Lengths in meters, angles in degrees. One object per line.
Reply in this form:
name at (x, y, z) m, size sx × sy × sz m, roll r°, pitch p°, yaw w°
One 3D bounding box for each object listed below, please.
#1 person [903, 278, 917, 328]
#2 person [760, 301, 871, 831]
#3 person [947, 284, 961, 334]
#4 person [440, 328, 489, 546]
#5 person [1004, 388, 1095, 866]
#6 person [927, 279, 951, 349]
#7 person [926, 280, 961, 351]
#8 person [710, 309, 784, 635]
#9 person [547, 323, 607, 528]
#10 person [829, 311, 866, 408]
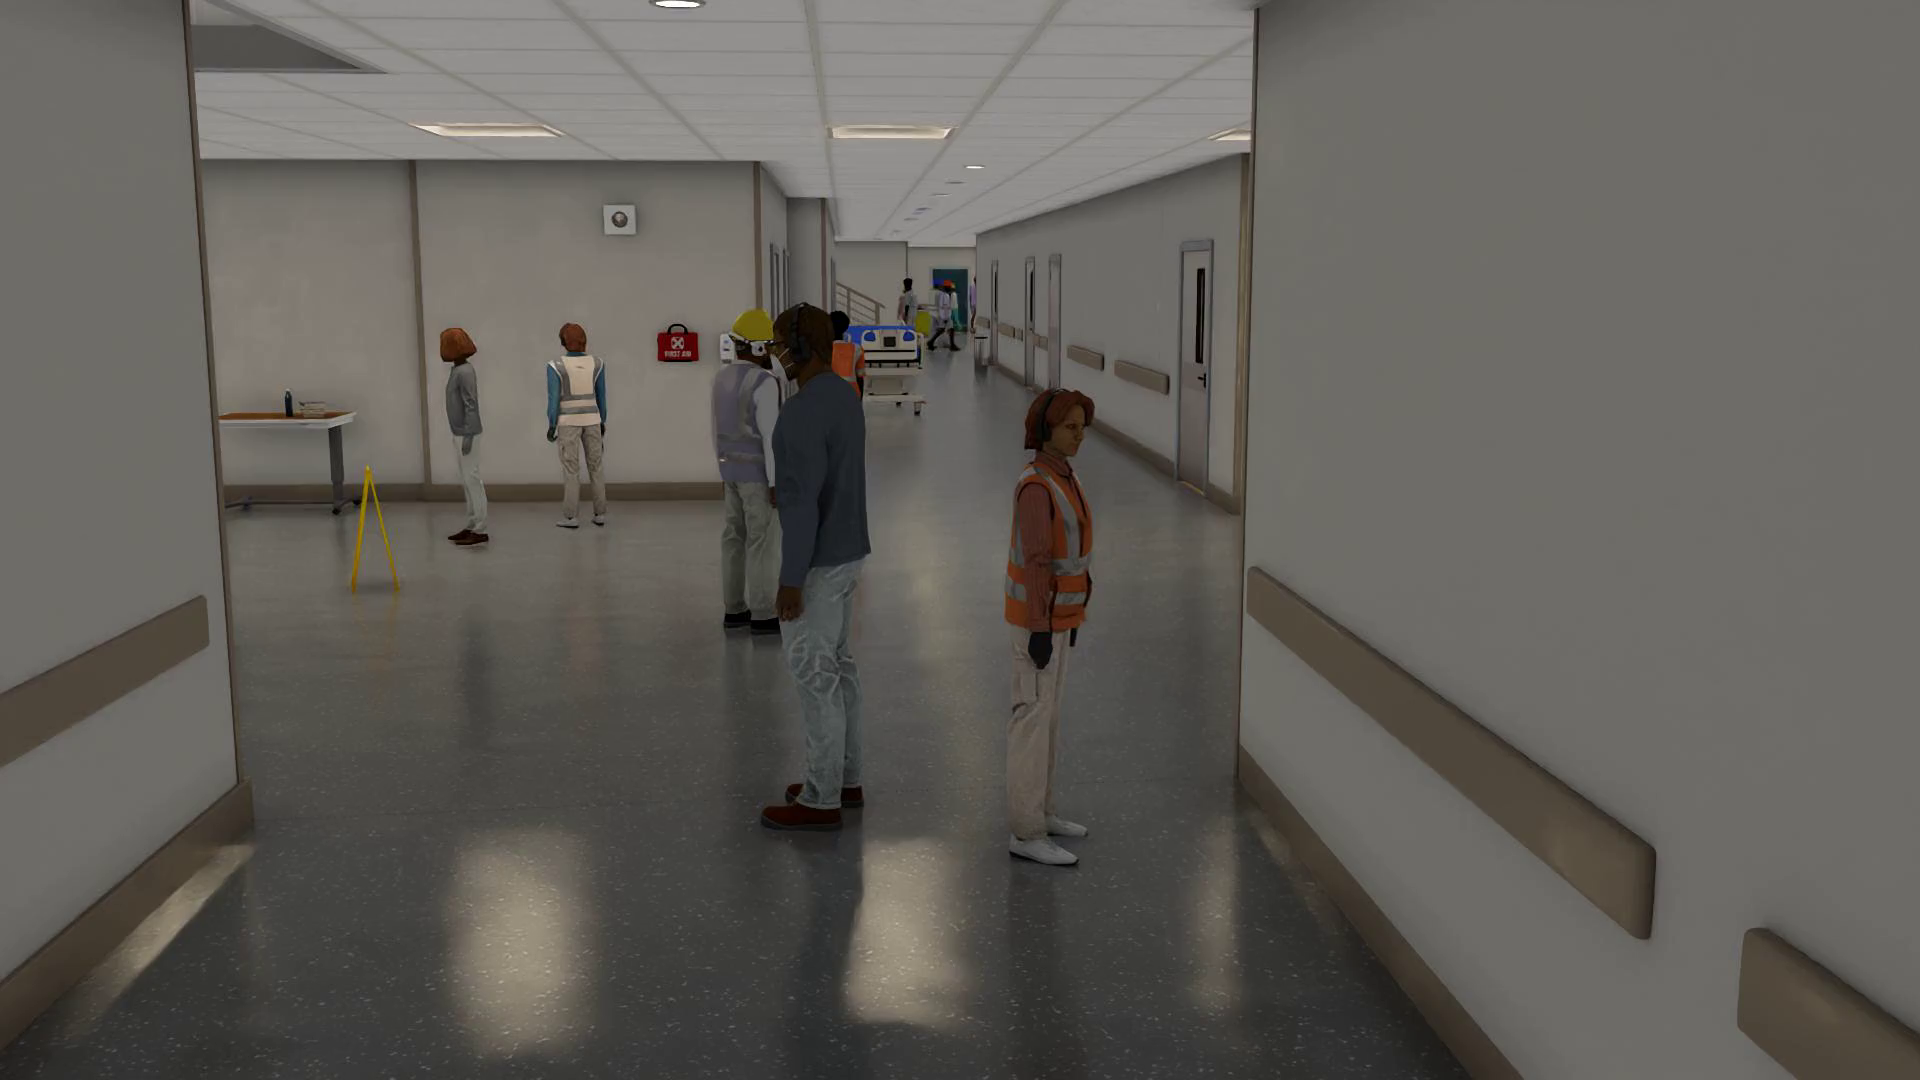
person at (-1.316, -5.848, 43.374) m, size 0.389 × 1.951 × 0.615 m, roll 3°, pitch 10°, yaw 18°
person at (-0.525, 0.094, 6.138) m, size 0.381 × 1.928 × 0.634 m, roll 2°, pitch 9°, yaw 10°
person at (-0.312, -7.891, 56.839) m, size 0.779 × 1.735 × 0.541 m, roll -2°, pitch 9°, yaw -13°
person at (-3.729, -0.772, 12.480) m, size 0.282 × 1.631 × 0.503 m, roll -4°, pitch 10°, yaw -24°
person at (0.309, 0.291, 5.800) m, size 0.315 × 1.636 × 0.514 m, roll 2°, pitch 9°, yaw 13°
person at (-0.539, -6.238, 45.894) m, size 0.856 × 1.913 × 0.646 m, roll -6°, pitch 11°, yaw -33°
person at (-0.443, -5.997, 44.447) m, size 0.892 × 1.908 × 0.555 m, roll -2°, pitch 9°, yaw -14°
person at (-1.166, -0.384, 9.419) m, size 0.403 × 1.831 × 0.595 m, roll -7°, pitch 12°, yaw -39°
person at (-3.066, -0.913, 13.340) m, size 0.513 × 1.642 × 0.311 m, roll -7°, pitch 11°, yaw -38°
person at (-1.121, -1.262, 15.360) m, size 0.537 × 1.696 × 0.317 m, roll -4°, pitch 10°, yaw -25°
